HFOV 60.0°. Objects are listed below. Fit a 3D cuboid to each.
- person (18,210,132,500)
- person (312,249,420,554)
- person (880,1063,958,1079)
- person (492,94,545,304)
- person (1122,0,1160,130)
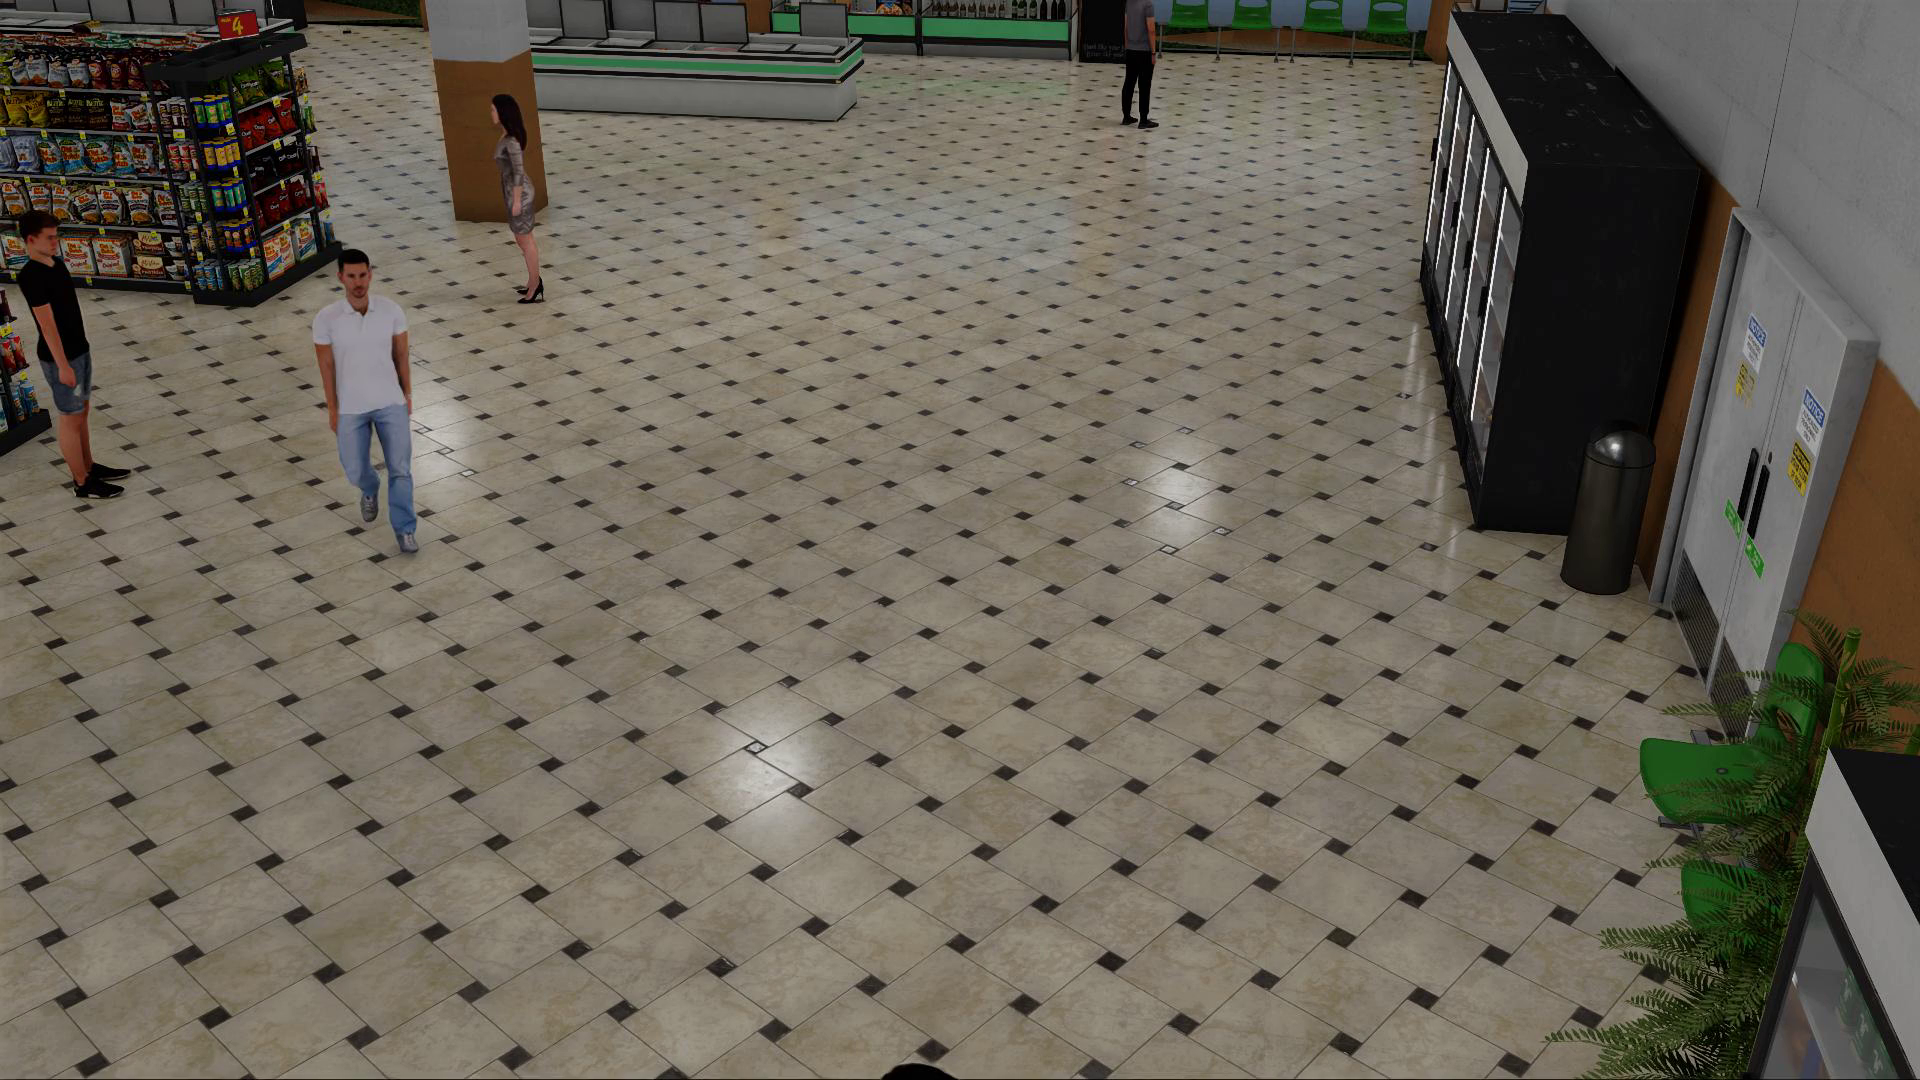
[{"bbox_3d":[-5.679,-1.177,10.516,0.707,1.846,0.737,-6,27,-11],"label":"person"},{"bbox_3d":[-3.496,-0.831,9.837,0.986,1.844,0.993,-10,29,-19],"label":"person"},{"bbox_3d":[-0.116,2.042,4.241,0.555,1.781,0.610,1,27,2],"label":"person"},{"bbox_3d":[-3.698,-2.861,13.950,0.630,1.744,0.667,-5,27,-10],"label":"person"},{"bbox_3d":[2.132,-5.805,19.743,0.762,1.755,0.680,-22,34,-36],"label":"person"}]
